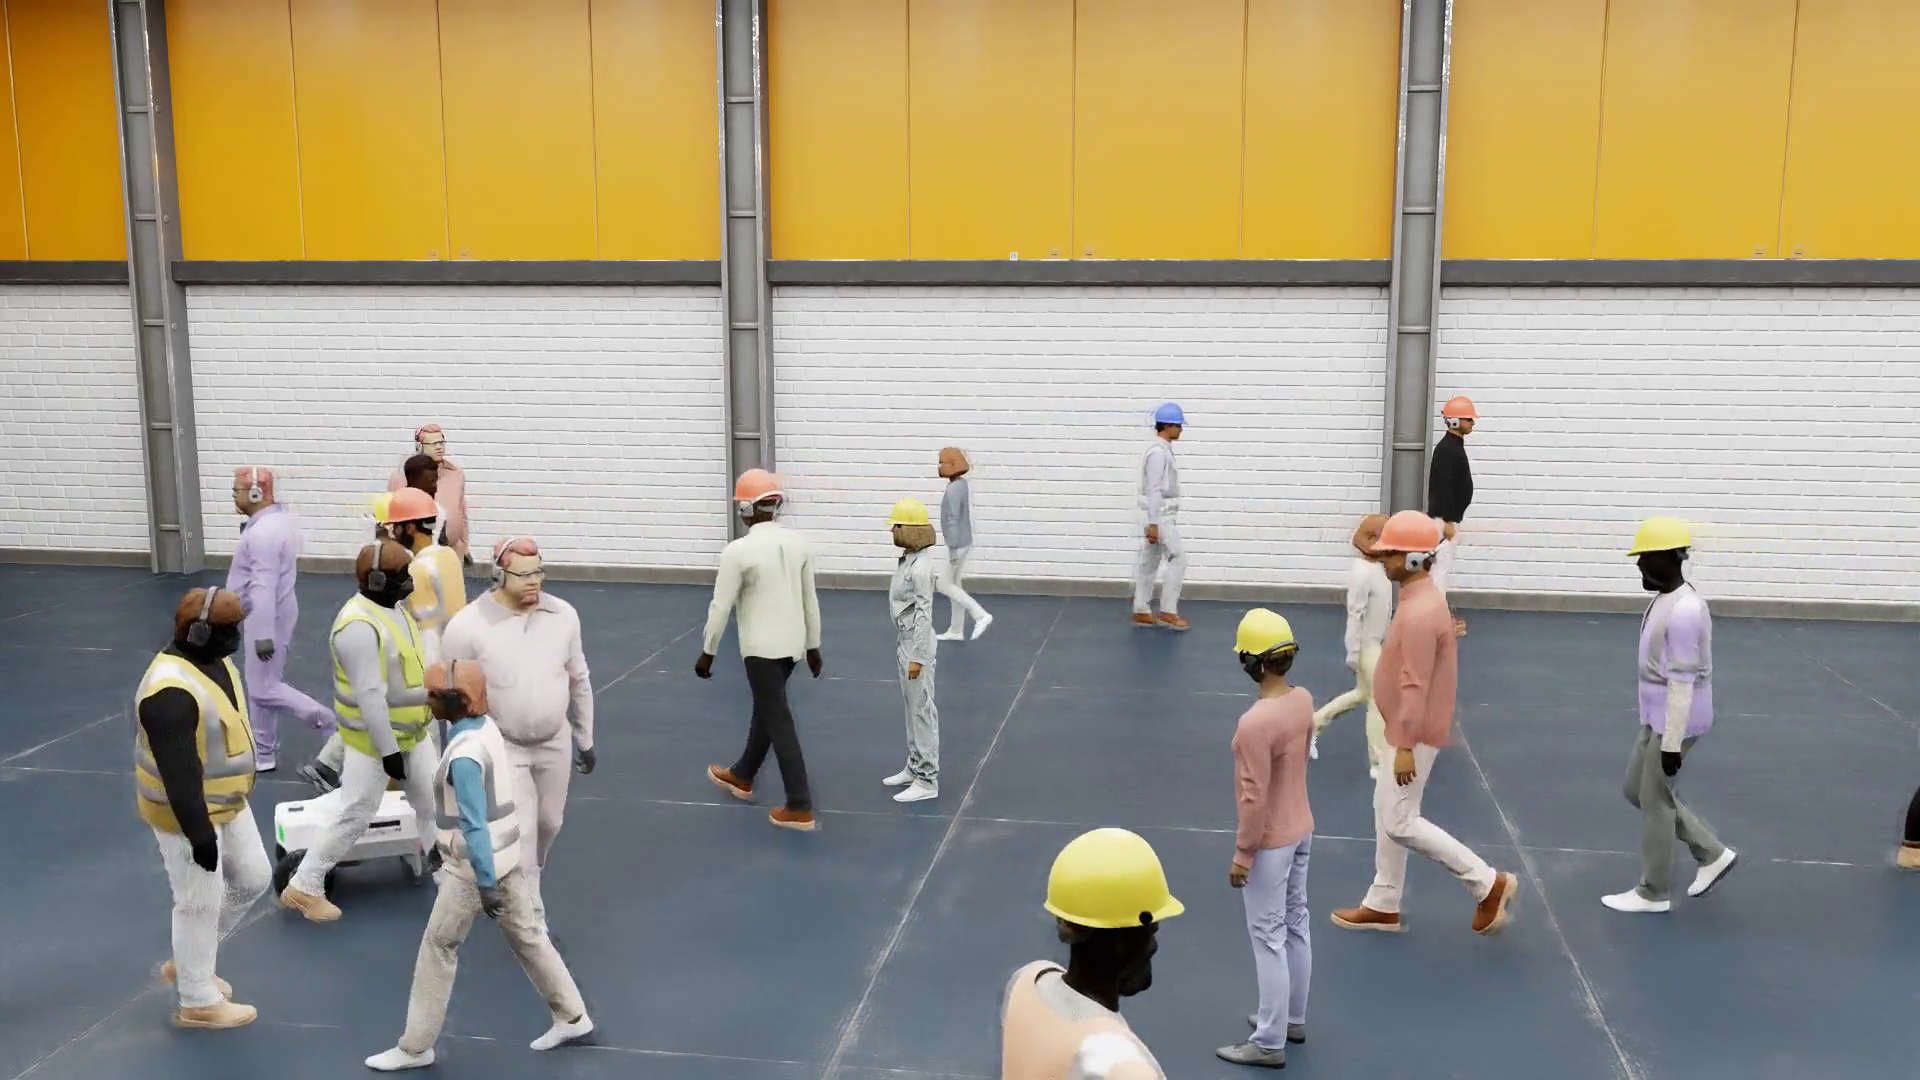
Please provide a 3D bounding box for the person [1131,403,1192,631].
[{"bbox_3d":[1.759,-0.191,14.008,0.672,1.922,0.634,2,9,10],"label":"person"}]

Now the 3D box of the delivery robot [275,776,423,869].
[{"bbox_3d":[-2.983,1.393,8.186,0.707,0.478,0.477,-4,10,-21],"label":"delivery robot"}]

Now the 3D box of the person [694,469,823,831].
[{"bbox_3d":[-1.135,0.582,9.188,0.984,1.939,0.624,6,11,34],"label":"person"}]

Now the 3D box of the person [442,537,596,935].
[{"bbox_3d":[-1.945,0.911,7.423,0.662,1.875,0.794,-8,12,-40],"label":"person"}]

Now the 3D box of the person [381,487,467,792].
[{"bbox_3d":[-2.894,0.663,8.867,0.950,1.884,0.540,2,9,9],"label":"person"}]

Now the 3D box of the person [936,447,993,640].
[{"bbox_3d":[0.009,0.050,13.503,0.429,1.621,0.505,2,9,12],"label":"person"}]

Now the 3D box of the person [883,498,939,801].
[{"bbox_3d":[-0.282,0.624,9.564,0.295,1.744,0.484,-2,9,-11],"label":"person"}]

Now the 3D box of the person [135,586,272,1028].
[{"bbox_3d":[-2.999,1.072,6.578,0.437,1.818,0.652,-1,9,-6],"label":"person"}]

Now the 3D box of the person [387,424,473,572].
[{"bbox_3d":[-3.895,0.089,12.363,0.409,1.908,0.639,7,11,36],"label":"person"}]

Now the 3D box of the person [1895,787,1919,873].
[{"bbox_3d":[5.048,0.890,8.123,0.763,1.662,0.550,4,10,24],"label":"person"}]

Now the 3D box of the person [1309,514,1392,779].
[{"bbox_3d":[2.376,0.624,9.959,0.685,1.612,0.498,5,10,27],"label":"person"}]

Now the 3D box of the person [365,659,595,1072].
[{"bbox_3d":[-1.818,1.225,6.325,0.834,1.594,0.500,-1,9,-3],"label":"person"}]

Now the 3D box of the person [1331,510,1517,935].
[{"bbox_3d":[2.096,0.848,7.464,0.716,1.979,0.626,2,9,13],"label":"person"}]

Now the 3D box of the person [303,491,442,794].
[{"bbox_3d":[-3.328,0.612,9.516,0.871,1.801,0.597,-5,11,-30],"label":"person"}]

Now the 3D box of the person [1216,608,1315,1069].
[{"bbox_3d":[1.171,1.134,6.361,0.329,1.764,0.524,6,11,35],"label":"person"}]

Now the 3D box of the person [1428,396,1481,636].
[{"bbox_3d":[4.115,-0.209,13.922,0.392,1.995,0.612,3,10,20],"label":"person"}]

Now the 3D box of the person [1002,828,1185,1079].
[{"bbox_3d":[0.248,1.527,3.471,0.471,1.912,0.590,-4,10,-25],"label":"person"}]

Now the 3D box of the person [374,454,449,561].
[{"bbox_3d":[-3.464,0.373,10.762,1.023,1.851,0.608,3,10,18],"label":"person"}]

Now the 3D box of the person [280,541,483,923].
[{"bbox_3d":[-2.717,0.896,7.728,0.947,1.803,0.624,1,9,3],"label":"person"}]

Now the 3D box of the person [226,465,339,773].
[{"bbox_3d":[-4.089,0.486,9.956,0.687,1.889,0.657,-3,10,-19],"label":"person"}]

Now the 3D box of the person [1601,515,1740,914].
[{"bbox_3d":[3.335,0.835,7.768,0.517,1.901,0.606,3,10,18],"label":"person"}]
